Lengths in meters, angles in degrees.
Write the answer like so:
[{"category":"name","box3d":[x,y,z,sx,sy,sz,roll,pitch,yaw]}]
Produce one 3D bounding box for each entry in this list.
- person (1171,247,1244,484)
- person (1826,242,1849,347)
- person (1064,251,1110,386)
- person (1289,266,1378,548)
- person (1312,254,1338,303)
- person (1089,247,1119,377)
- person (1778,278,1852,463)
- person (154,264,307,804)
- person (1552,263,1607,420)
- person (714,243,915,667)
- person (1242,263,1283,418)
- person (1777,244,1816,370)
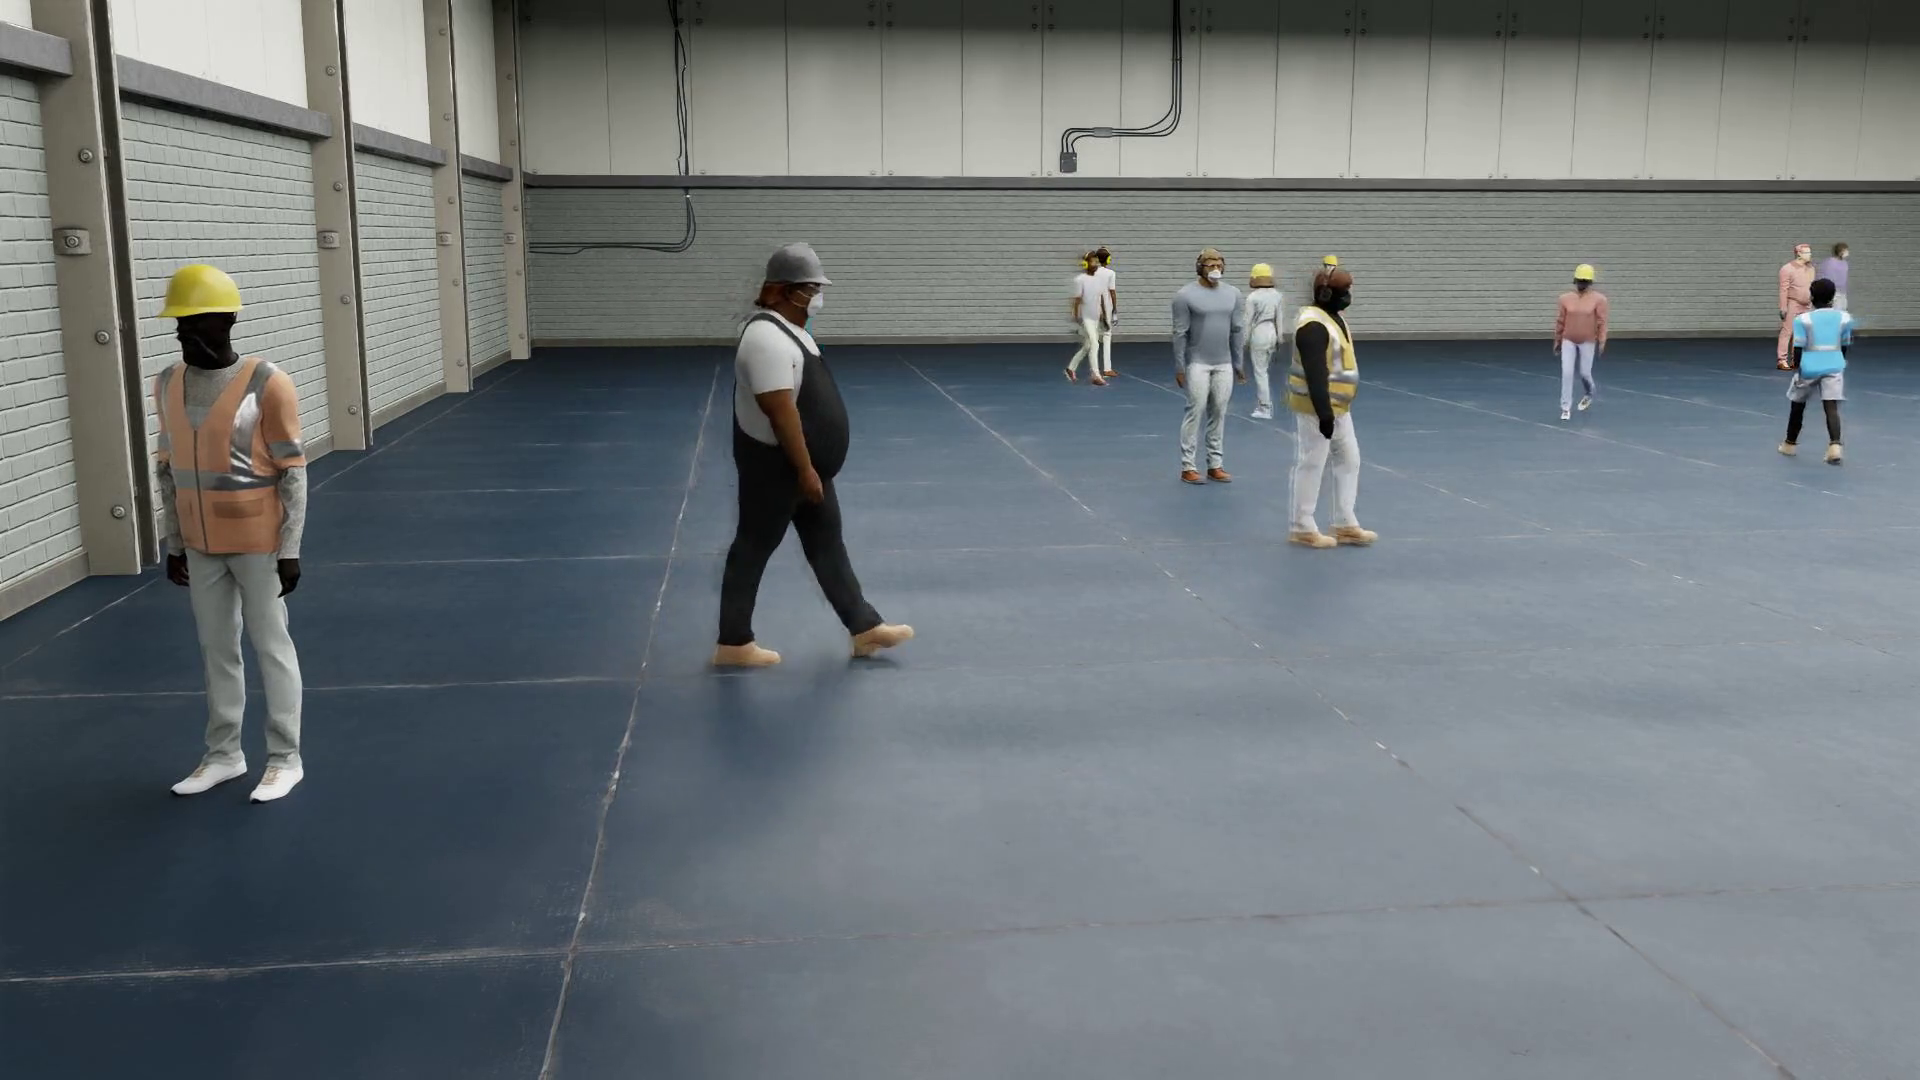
[{"category":"person","box3d":[2.043,-1.428,13.697,0.629,1.938,0.407,-4,11,-21]},{"category":"person","box3d":[15.993,-4.480,30.440,0.647,1.927,0.613,-9,14,-41]},{"category":"person","box3d":[1.744,-3.047,22.837,0.520,1.841,0.889,-10,14,-43]},{"category":"person","box3d":[2.454,-0.838,10.741,0.652,1.827,0.661,5,12,27]},{"category":"person","box3d":[5.983,-3.834,27.410,0.552,1.743,0.589,-4,11,-23]},{"category":"person","box3d":[2.062,-3.288,24.071,0.518,1.871,0.326,7,13,35]},{"category":"person","box3d":[7.786,-1.536,15.055,0.533,1.654,0.881,1,10,7]},{"category":"person","box3d":[-2.613,-0.012,5.951,0.589,1.927,0.388,3,11,17]},{"category":"person","box3d":[6.929,-2.220,18.570,0.558,1.737,0.608,6,12,29]},{"category":"person","box3d":[-0.712,-0.400,7.763,0.995,2.000,0.699,2,10,10]},{"category":"person","box3d":[3.352,-2.236,18.711,0.500,1.723,0.600,-7,12,-33]},{"category":"person","box3d":[12.751,-3.535,25.313,0.652,1.909,0.409,-4,11,-22]}]
